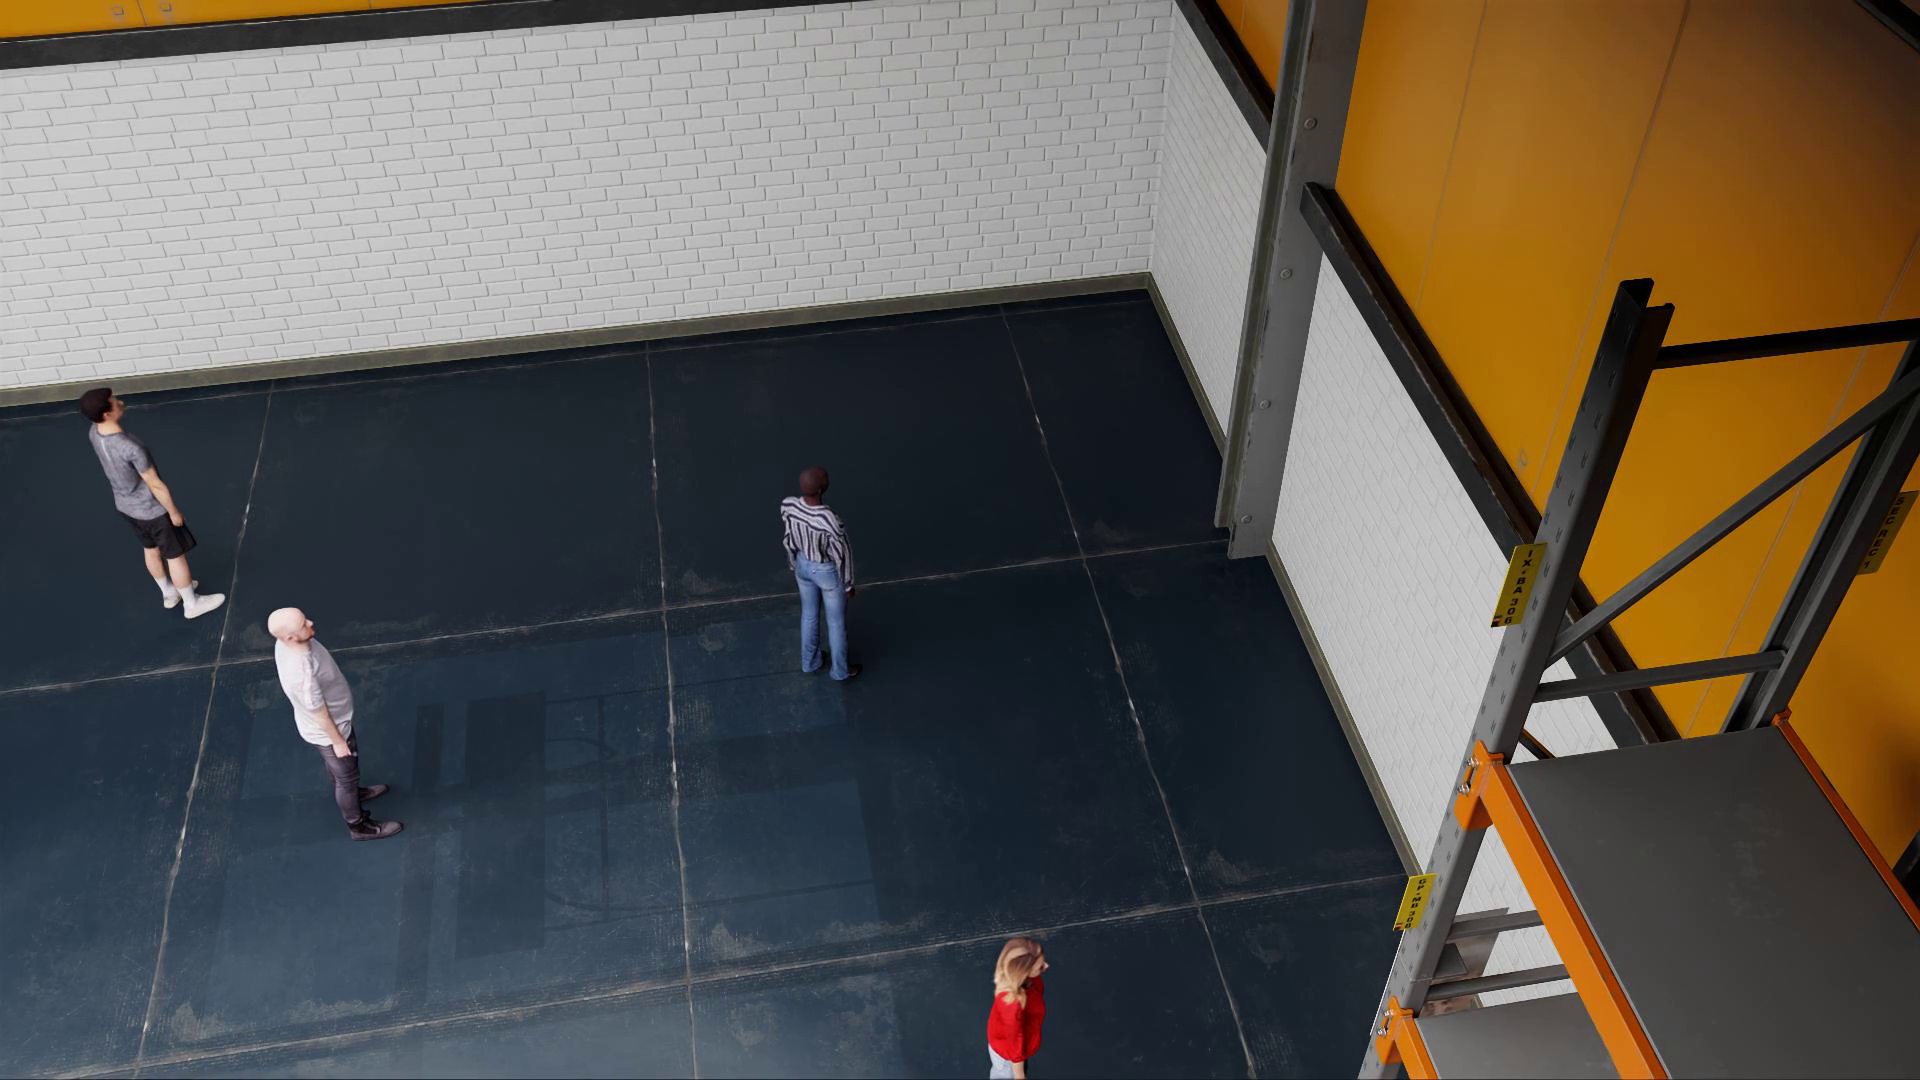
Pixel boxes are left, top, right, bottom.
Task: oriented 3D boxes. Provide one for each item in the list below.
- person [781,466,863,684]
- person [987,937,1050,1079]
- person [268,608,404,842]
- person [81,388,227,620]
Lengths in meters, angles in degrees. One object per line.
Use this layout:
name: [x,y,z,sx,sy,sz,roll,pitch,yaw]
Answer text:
person: [-0.883,0.230,10.570,0.701,1.795,0.743,22,48,22]
person: [0.265,2.480,8.274,0.718,1.703,0.505,0,44,0]
person: [-3.691,1.049,9.683,0.788,1.832,0.621,-19,47,-19]
person: [-5.410,-0.244,11.011,0.722,1.873,0.769,23,48,22]
